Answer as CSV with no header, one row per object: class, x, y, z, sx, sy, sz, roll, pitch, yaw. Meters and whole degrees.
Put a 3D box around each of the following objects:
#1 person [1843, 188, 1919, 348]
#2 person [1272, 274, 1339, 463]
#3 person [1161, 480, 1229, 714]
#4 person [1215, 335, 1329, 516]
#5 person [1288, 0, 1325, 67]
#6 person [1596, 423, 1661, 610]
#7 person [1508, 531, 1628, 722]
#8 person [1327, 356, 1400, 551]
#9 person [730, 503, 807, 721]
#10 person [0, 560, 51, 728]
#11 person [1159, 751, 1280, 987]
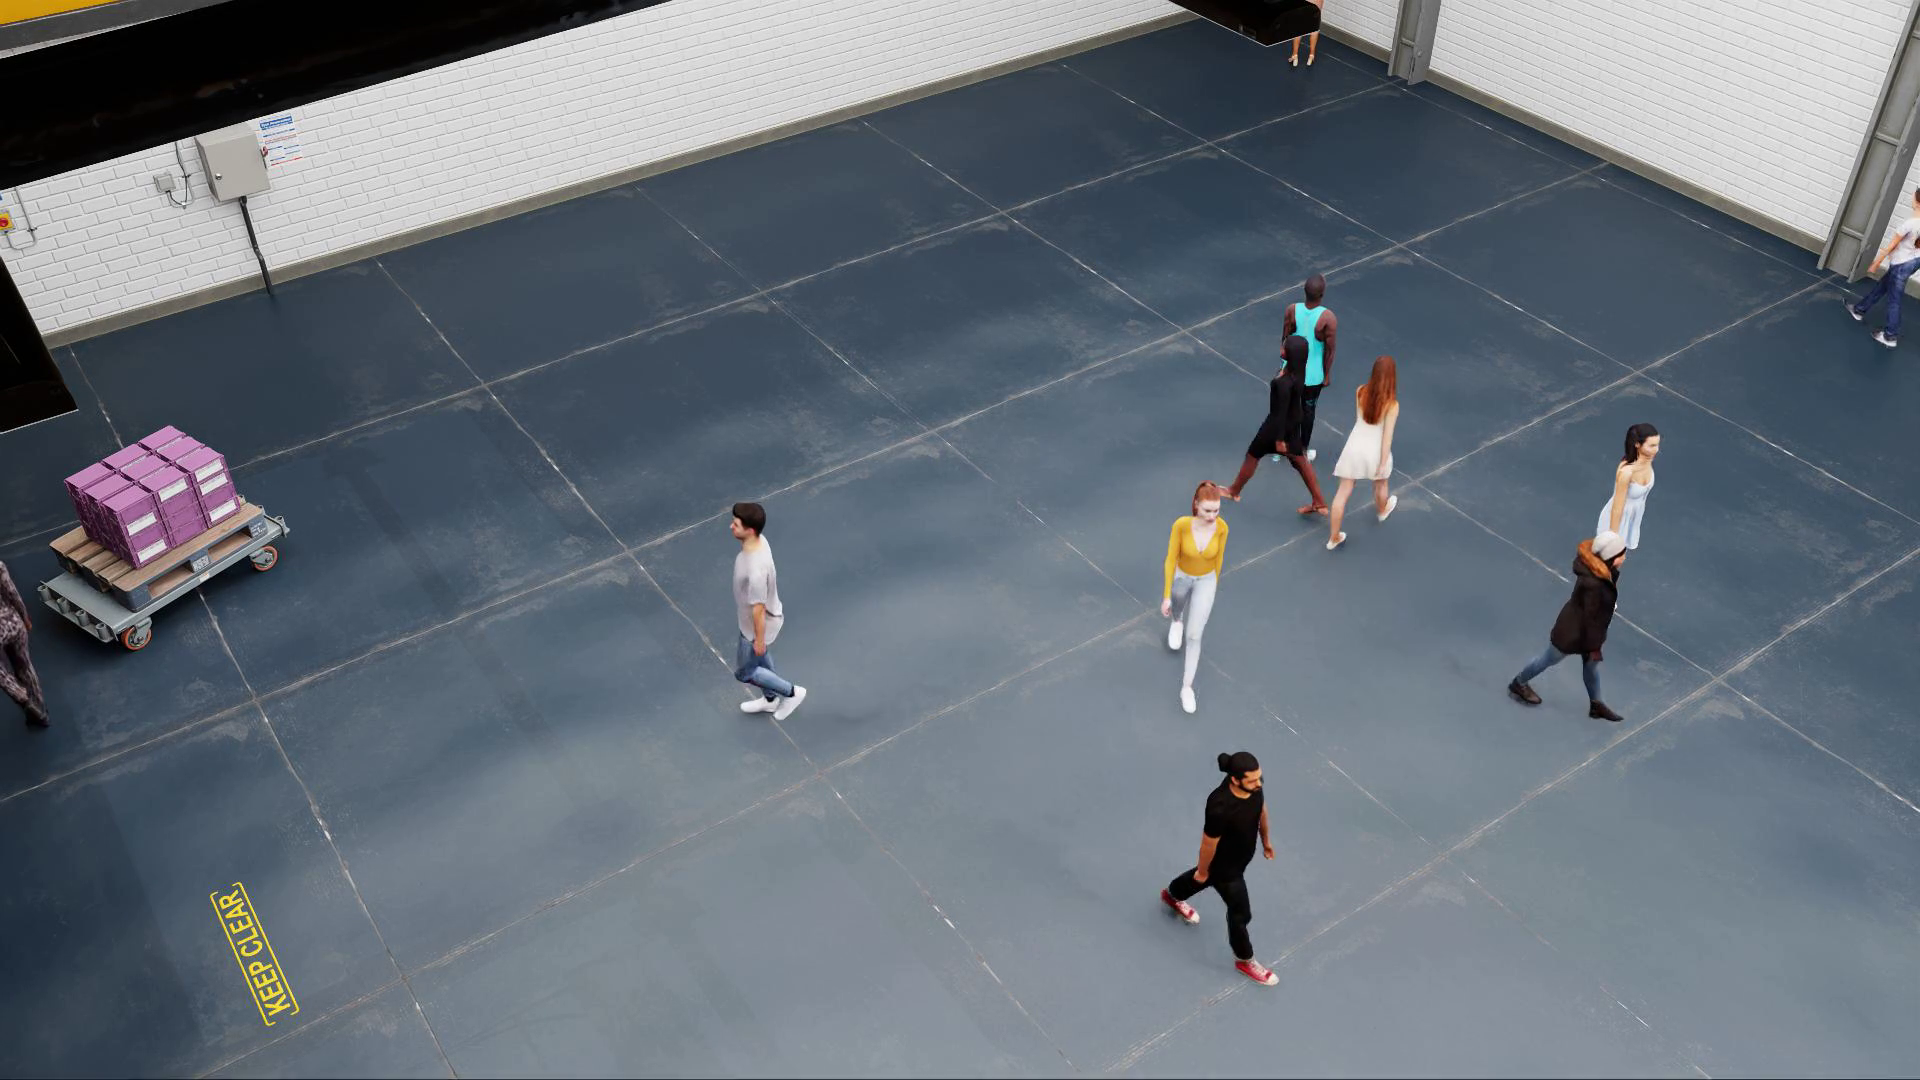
person,8.877,-2.534,15.572,0.646,1.536,0.979,-17,42,-20
person,2.878,-1.422,13.959,0.601,1.811,0.732,18,42,21
person,1.639,0.269,11.935,1.103,1.695,1.260,2,39,3
person,2.678,-0.870,13.381,1.303,1.670,1.055,16,41,19
person,4.357,-6.819,20.701,0.671,1.831,0.693,0,39,0
person,4.924,-0.143,12.422,0.600,1.730,0.633,29,47,31
person,4.248,0.590,11.612,1.132,1.596,0.883,22,44,25
person,3.148,-0.640,13.094,1.068,1.669,0.803,27,46,29
person,-1.311,0.527,11.467,0.883,1.876,0.806,-7,39,-8
person,-6.569,0.679,11.413,0.709,1.705,0.649,31,48,33
person,1.538,1.838,9.948,1.233,1.722,0.913,24,44,27
